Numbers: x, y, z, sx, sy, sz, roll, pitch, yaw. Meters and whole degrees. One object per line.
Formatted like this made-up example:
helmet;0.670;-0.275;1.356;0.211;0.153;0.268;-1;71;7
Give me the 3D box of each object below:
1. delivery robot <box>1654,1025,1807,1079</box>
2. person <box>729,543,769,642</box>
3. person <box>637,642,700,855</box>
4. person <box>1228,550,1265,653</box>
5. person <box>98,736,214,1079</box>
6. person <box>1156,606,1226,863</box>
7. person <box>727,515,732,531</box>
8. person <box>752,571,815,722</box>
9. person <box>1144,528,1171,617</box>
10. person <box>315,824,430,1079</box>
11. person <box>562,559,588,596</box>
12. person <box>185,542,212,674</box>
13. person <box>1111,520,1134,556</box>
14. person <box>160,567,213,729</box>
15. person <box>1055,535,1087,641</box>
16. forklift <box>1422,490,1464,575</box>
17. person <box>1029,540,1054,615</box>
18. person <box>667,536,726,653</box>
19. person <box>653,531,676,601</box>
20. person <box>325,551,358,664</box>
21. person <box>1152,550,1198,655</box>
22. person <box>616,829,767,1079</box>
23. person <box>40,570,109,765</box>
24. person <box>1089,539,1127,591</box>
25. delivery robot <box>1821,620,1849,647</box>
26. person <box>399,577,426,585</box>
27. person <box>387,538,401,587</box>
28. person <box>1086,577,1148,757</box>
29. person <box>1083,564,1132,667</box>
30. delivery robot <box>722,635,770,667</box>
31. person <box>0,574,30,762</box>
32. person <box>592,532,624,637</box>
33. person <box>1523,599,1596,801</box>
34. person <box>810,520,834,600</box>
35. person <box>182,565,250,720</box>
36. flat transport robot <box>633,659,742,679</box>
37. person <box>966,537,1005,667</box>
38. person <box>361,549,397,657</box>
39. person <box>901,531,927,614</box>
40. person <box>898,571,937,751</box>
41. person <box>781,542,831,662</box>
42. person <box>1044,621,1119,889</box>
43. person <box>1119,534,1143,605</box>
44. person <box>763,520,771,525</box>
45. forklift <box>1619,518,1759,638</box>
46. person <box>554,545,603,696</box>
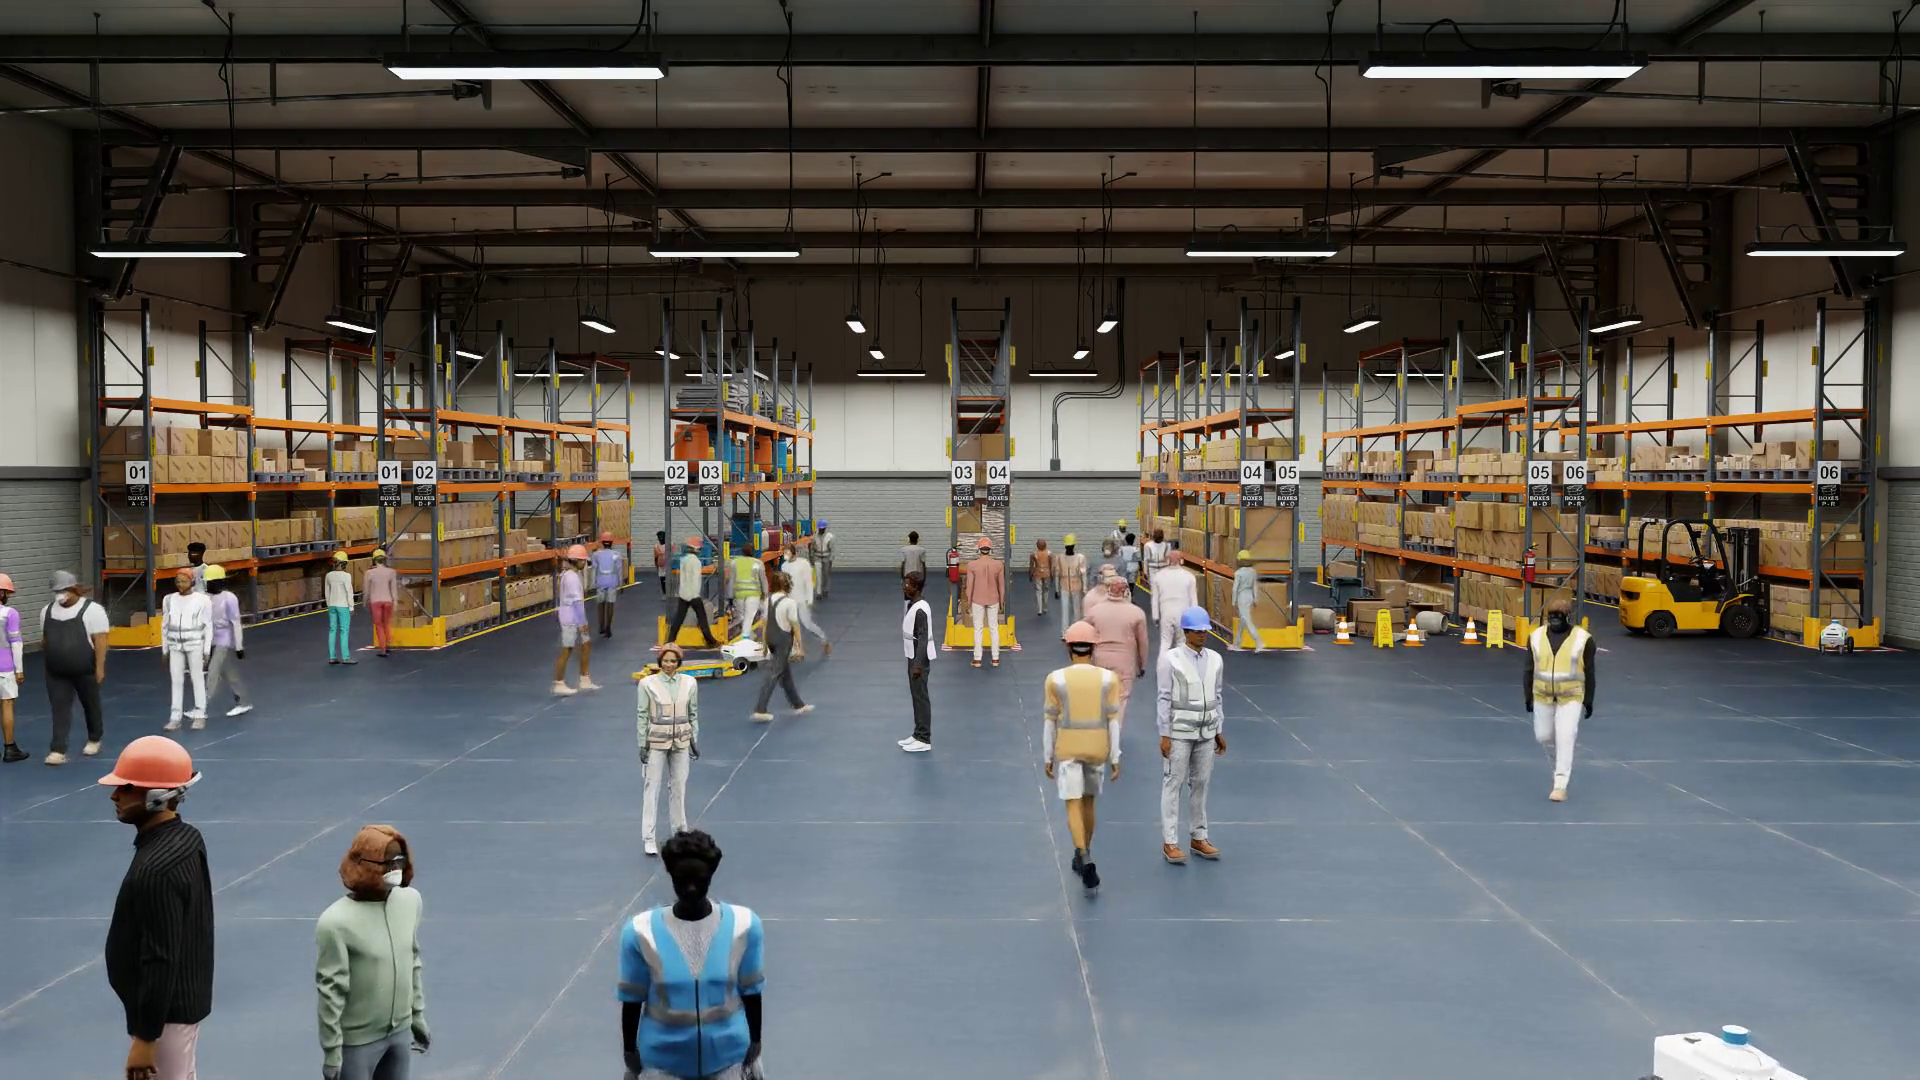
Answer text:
delivery robot;3.349;2.352;6.982;0.477;0.478;0.707;-1;2;-15
person;-3.587;0.949;27.601;0.653;1.786;0.984;1;2;13
person;-2.287;1.619;12.641;0.512;1.638;0.312;-1;3;-33
person;4.778;1.020;26.870;0.497;1.712;0.848;-2;3;-38
person;-2.927;1.709;5.910;0.373;1.997;0.619;-1;2;-18
person;1.776;1.475;12.392;0.602;1.949;0.391;-1;3;-28
person;-6.535;0.180;46.731;0.484;1.802;0.601;-2;3;-44
person;-2.135;1.276;19.452;0.527;1.795;0.990;2;3;45
person;4.165;0.682;33.974;0.590;1.867;0.861;0;2;0
person;-2.208;1.881;6.093;0.268;1.630;0.507;1;3;25
person;-7.514;0.892;31.466;0.510;1.593;0.832;0;2;-4
person;-11.318;1.006;24.008;0.610;1.964;0.364;2;3;40
person;4.260;0.369;42.195;0.626;1.780;0.921;0;2;-5
person;-8.987;1.254;18.748;0.581;1.883;0.338;0;2;-2
person;1.992;0.853;29.017;0.601;1.880;0.974;0;2;11
forklift;13.926;-0.371;47.846;1.873;2.768;1.129;0;2;0
person;1.724;0.788;34.207;0.519;1.585;0.893;0;2;-3
person;-4.442;0.913;26.786;1.050;1.937;0.638;-2;3;-40
person;-6.896;0.607;37.711;0.547;1.663;0.447;1;2;17
person;-9.669;1.057;25.206;0.522;1.768;0.313;1;2;22
person;3.069;1.083;23.051;0.640;1.886;0.504;1;2;20
person;-0.973;1.866;5.865;0.536;1.685;0.442;-1;2;-16
person;-9.195;1.277;16.769;0.693;2.000;0.999;0;2;-6
person;2.496;0.913;27.023;0.634;1.916;0.802;1;2;21
delivery robot;14.484;1.567;26.726;0.477;0.478;0.707;2;3;35
person;-10.810;0.680;31.903;0.633;1.986;1.053;0;2;-1
person;-11.936;0.616;34.394;0.643;1.915;0.674;0;2;9
person;1.687;1.328;17.149;0.650;1.863;0.955;1;2;23
person;1.798;1.228;19.320;0.675;1.890;0.441;-1;2;-20
delivery robot;-3.198;1.669;24.177;0.707;0.478;0.477;-2;3;-41
person;-9.932;1.315;16.692;0.543;1.928;0.374;0;2;4
person;-6.445;0.806;29.617;0.559;1.913;0.640;0;2;-3
person;5.536;1.442;14.893;0.635;1.821;0.761;2;3;35
person;-3.300;0.458;38.763;0.586;1.900;0.952;0;2;0
person;-8.980;1.232;19.484;0.594;1.871;1.009;1;3;32
flat transport robot;-3.949;1.885;23.403;1.431;0.197;0.652;-2;3;-38
person;0.384;0.954;24.944;0.623;1.992;0.391;-1;2;-13
person;-9.497;1.024;26.364;0.523;1.742;0.608;-2;3;-43
person;-0.909;0.753;31.745;0.525;1.860;0.340;0;2;4
person;-0.453;1.292;17.361;0.391;1.920;0.587;0;2;-8
person;-2.515;0.975;25.749;0.677;1.897;0.796;2;3;38
person;0.891;1.538;11.671;0.546;1.896;0.914;0;2;-7
person;3.813;0.686;35.966;0.539;1.645;0.849;1;3;32
person;-5.638;0.244;47.294;0.276;1.633;0.507;1;2;19
forklift;13.417;0.684;29.791;2.313;2.155;1.214;0;2;0
person;-5.082;1.077;21.624;0.799;2.014;0.613;0;2;-10
